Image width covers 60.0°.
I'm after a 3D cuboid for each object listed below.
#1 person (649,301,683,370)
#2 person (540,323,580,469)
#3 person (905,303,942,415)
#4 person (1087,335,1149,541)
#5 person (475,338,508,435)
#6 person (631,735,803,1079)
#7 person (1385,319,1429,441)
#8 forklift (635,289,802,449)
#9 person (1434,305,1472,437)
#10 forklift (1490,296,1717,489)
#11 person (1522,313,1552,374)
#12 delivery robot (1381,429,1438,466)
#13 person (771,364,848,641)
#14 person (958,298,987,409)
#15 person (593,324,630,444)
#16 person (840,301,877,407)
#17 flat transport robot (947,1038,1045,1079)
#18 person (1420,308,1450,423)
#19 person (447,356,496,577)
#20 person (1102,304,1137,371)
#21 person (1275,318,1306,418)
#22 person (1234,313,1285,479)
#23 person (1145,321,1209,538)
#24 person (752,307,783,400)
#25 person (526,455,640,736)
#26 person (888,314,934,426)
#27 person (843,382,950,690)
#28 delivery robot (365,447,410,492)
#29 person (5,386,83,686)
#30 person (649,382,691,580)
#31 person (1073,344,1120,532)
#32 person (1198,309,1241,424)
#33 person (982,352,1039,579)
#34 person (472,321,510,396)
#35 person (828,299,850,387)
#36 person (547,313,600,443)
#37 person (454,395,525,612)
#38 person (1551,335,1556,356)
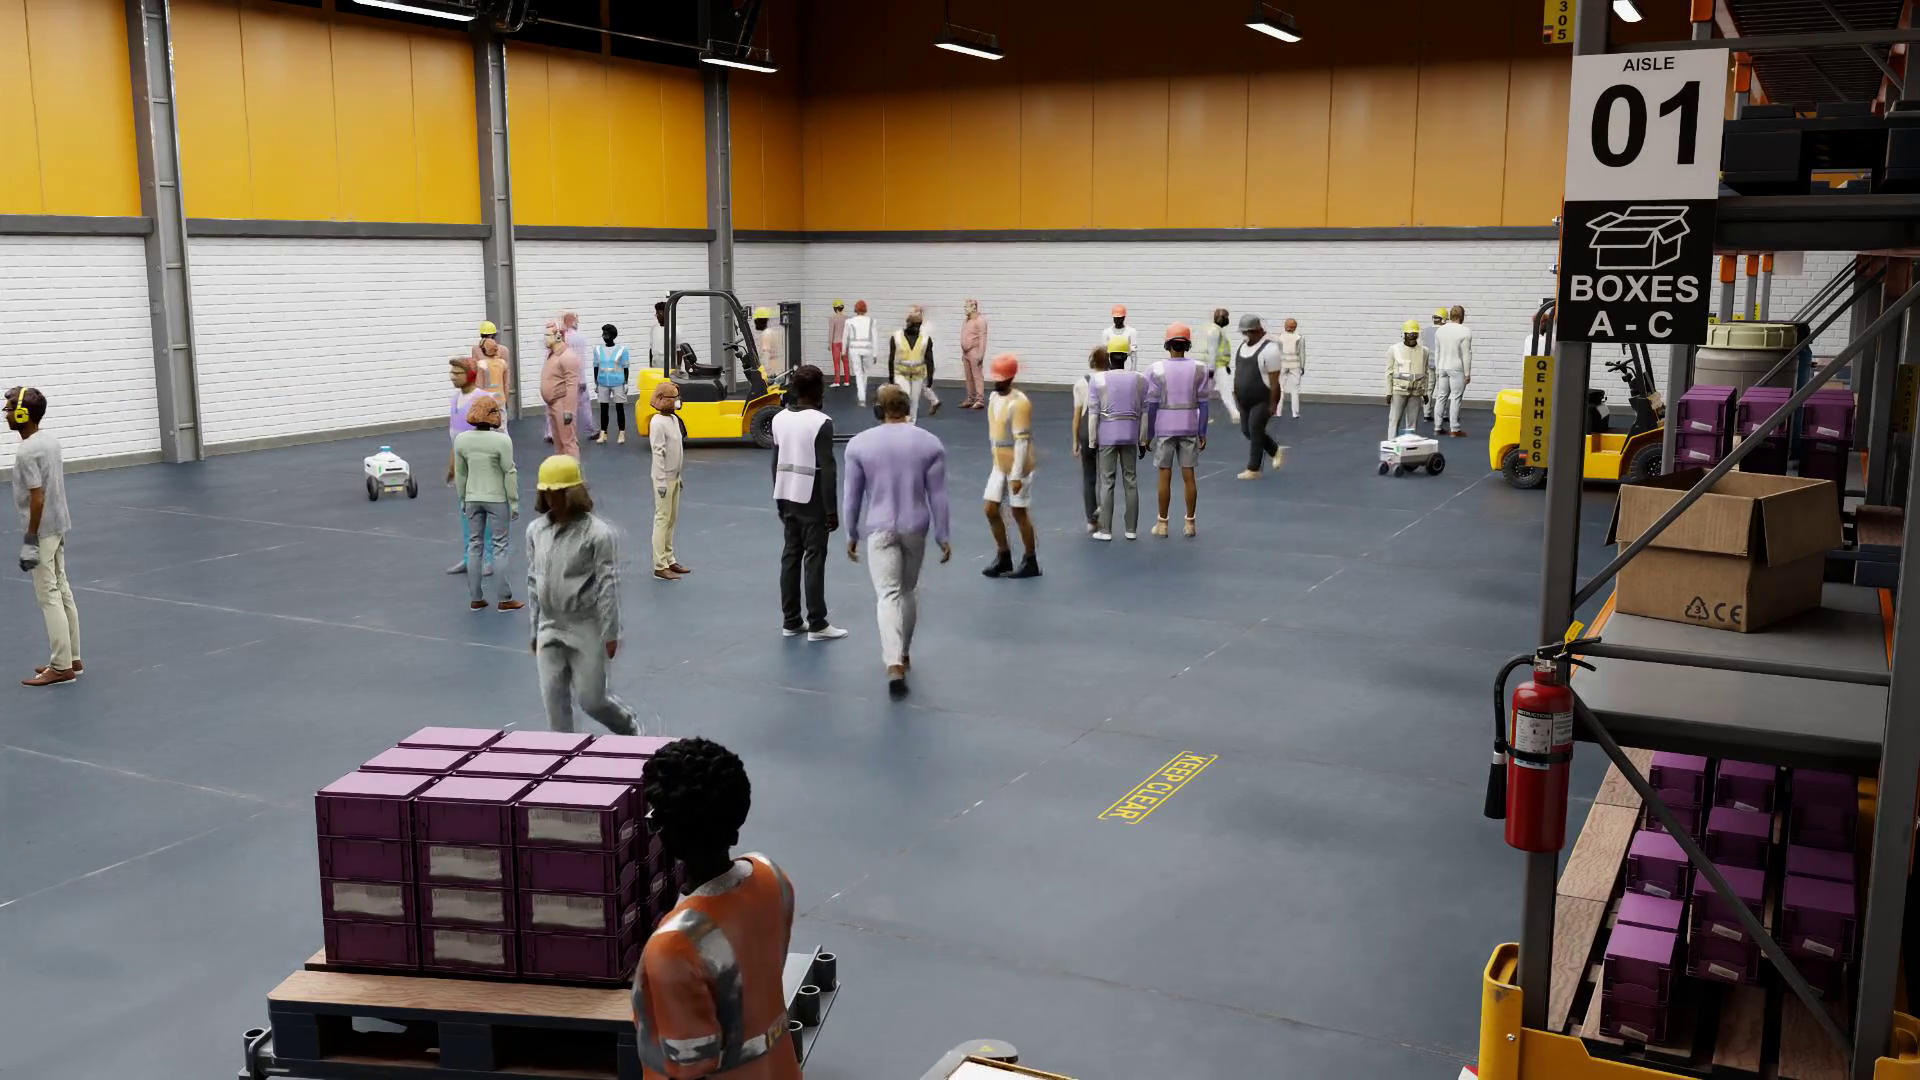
[{"bbox_3d":[-4.436,-2.602,25.008,0.603,1.967,0.367,5,11,27],"label":"person"},{"bbox_3d":[-4.526,-1.493,18.762,0.399,1.909,0.642,-6,12,-32],"label":"person"},{"bbox_3d":[-0.664,-2.944,27.275,0.908,1.876,0.651,-6,11,-31],"label":"person"},{"bbox_3d":[1.465,-0.944,15.526,0.588,1.927,0.370,-2,10,-11],"label":"person"},{"bbox_3d":[-5.808,-1.679,20.633,0.309,1.642,0.529,6,12,31],"label":"person"},{"bbox_3d":[-0.510,1.242,3.530,0.322,1.697,0.532,3,10,15],"label":"person"},{"bbox_3d":[5.785,-1.928,21.490,0.589,1.834,0.403,-1,10,-8],"label":"person"},{"bbox_3d":[-3.358,-2.392,23.136,2.313,2.155,1.214,-1,10,-5],"label":"forklift"},{"bbox_3d":[7.212,-2.469,24.355,0.366,1.931,0.631,-7,12,-35],"label":"person"},{"bbox_3d":[7.296,-1.677,18.993,2.313,2.155,1.214,5,11,27],"label":"forklift"},{"bbox_3d":[7.796,-2.123,22.472,0.343,1.882,0.586,-1,10,-6],"label":"person"},{"bbox_3d":[5.443,-1.103,20.142,0.707,0.478,0.477,-5,11,-29],"label":"delivery robot"},{"bbox_3d":[-1.080,-0.259,11.583,0.590,1.920,0.399,9,14,44],"label":"person"},{"bbox_3d":[0.201,-3.203,28.670,0.403,1.904,0.651,-5,11,-29],"label":"person"},{"bbox_3d":[-4.914,-2.196,23.434,0.532,1.697,0.322,1,10,6],"label":"person"},{"bbox_3d":[-1.789,-3.300,29.409,0.596,1.831,0.971,-3,10,-18],"label":"person"},{"bbox_3d":[0.011,1.784,4.520,0.652,0.197,1.431,5,11,26],"label":"flat transport robot"},{"bbox_3d":[7.576,-2.761,26.346,0.403,1.823,0.587,-9,13,-41],"label":"person"},{"bbox_3d":[-4.054,-0.619,13.882,0.386,1.843,0.582,-9,13,-41],"label":"person"},{"bbox_3d":[2.395,-2.585,25.049,0.539,1.929,0.410,3,10,16],"label":"person"},{"bbox_3d":[5.375,-2.802,27.128,0.521,1.635,0.310,4,11,22],"label":"person"},{"bbox_3d":[3.619,-1.759,19.915,0.788,2.000,0.697,-6,11,-30],"label":"person"},{"bbox_3d":[2.038,-1.036,15.721,0.607,2.044,0.377,-1,10,-5],"label":"person"},{"bbox_3d":[-2.909,-2.581,25.147,0.954,1.884,0.597,-2,10,-14],"label":"person"},{"bbox_3d":[-1.870,0.419,8.202,0.490,1.726,0.568,4,11,21],"label":"person"},{"bbox_3d":[-0.711,-2.388,24.247,0.643,1.798,0.801,-2,10,-10],"label":"person"},{"bbox_3d":[-0.395,-0.034,10.406,0.649,1.890,1.025,-2,10,-13],"label":"person"},{"bbox_3d":[-6.312,-0.786,18.306,0.477,0.478,0.707,-6,12,-31],"label":"delivery robot"},{"bbox_3d":[-5.732,-0.022,10.362,0.330,1.869,0.518,-2,10,-11],"label":"person"},{"bbox_3d":[-2.413,-0.495,13.772,0.275,1.632,0.507,1,10,7],"label":"person"},{"bbox_3d":[1.319,-0.950,15.897,0.518,1.821,0.631,2,10,11],"label":"person"},{"bbox_3d":[4.157,-2.727,26.191,0.922,1.796,0.638,1,10,6],"label":"person"},{"bbox_3d":[0.428,-0.599,13.618,0.621,1.889,0.559,-7,12,-34],"label":"person"},{"bbox_3d":[-6.393,-2.092,22.656,0.523,1.762,0.329,0,10,0],"label":"person"},{"bbox_3d":[-2.418,-3.941,33.332,0.524,1.772,0.301,-8,13,-39],"label":"person"},{"bbox_3d":[-5.535,-2.301,23.642,0.649,1.848,1.038,5,11,28],"label":"person"},{"bbox_3d":[-3.537,-0.271,12.477,0.500,1.633,0.279,3,10,15],"label":"person"},{"bbox_3d":[8.356,-2.134,22.757,0.640,1.806,0.854,-3,10,-18],"label":"person"}]
